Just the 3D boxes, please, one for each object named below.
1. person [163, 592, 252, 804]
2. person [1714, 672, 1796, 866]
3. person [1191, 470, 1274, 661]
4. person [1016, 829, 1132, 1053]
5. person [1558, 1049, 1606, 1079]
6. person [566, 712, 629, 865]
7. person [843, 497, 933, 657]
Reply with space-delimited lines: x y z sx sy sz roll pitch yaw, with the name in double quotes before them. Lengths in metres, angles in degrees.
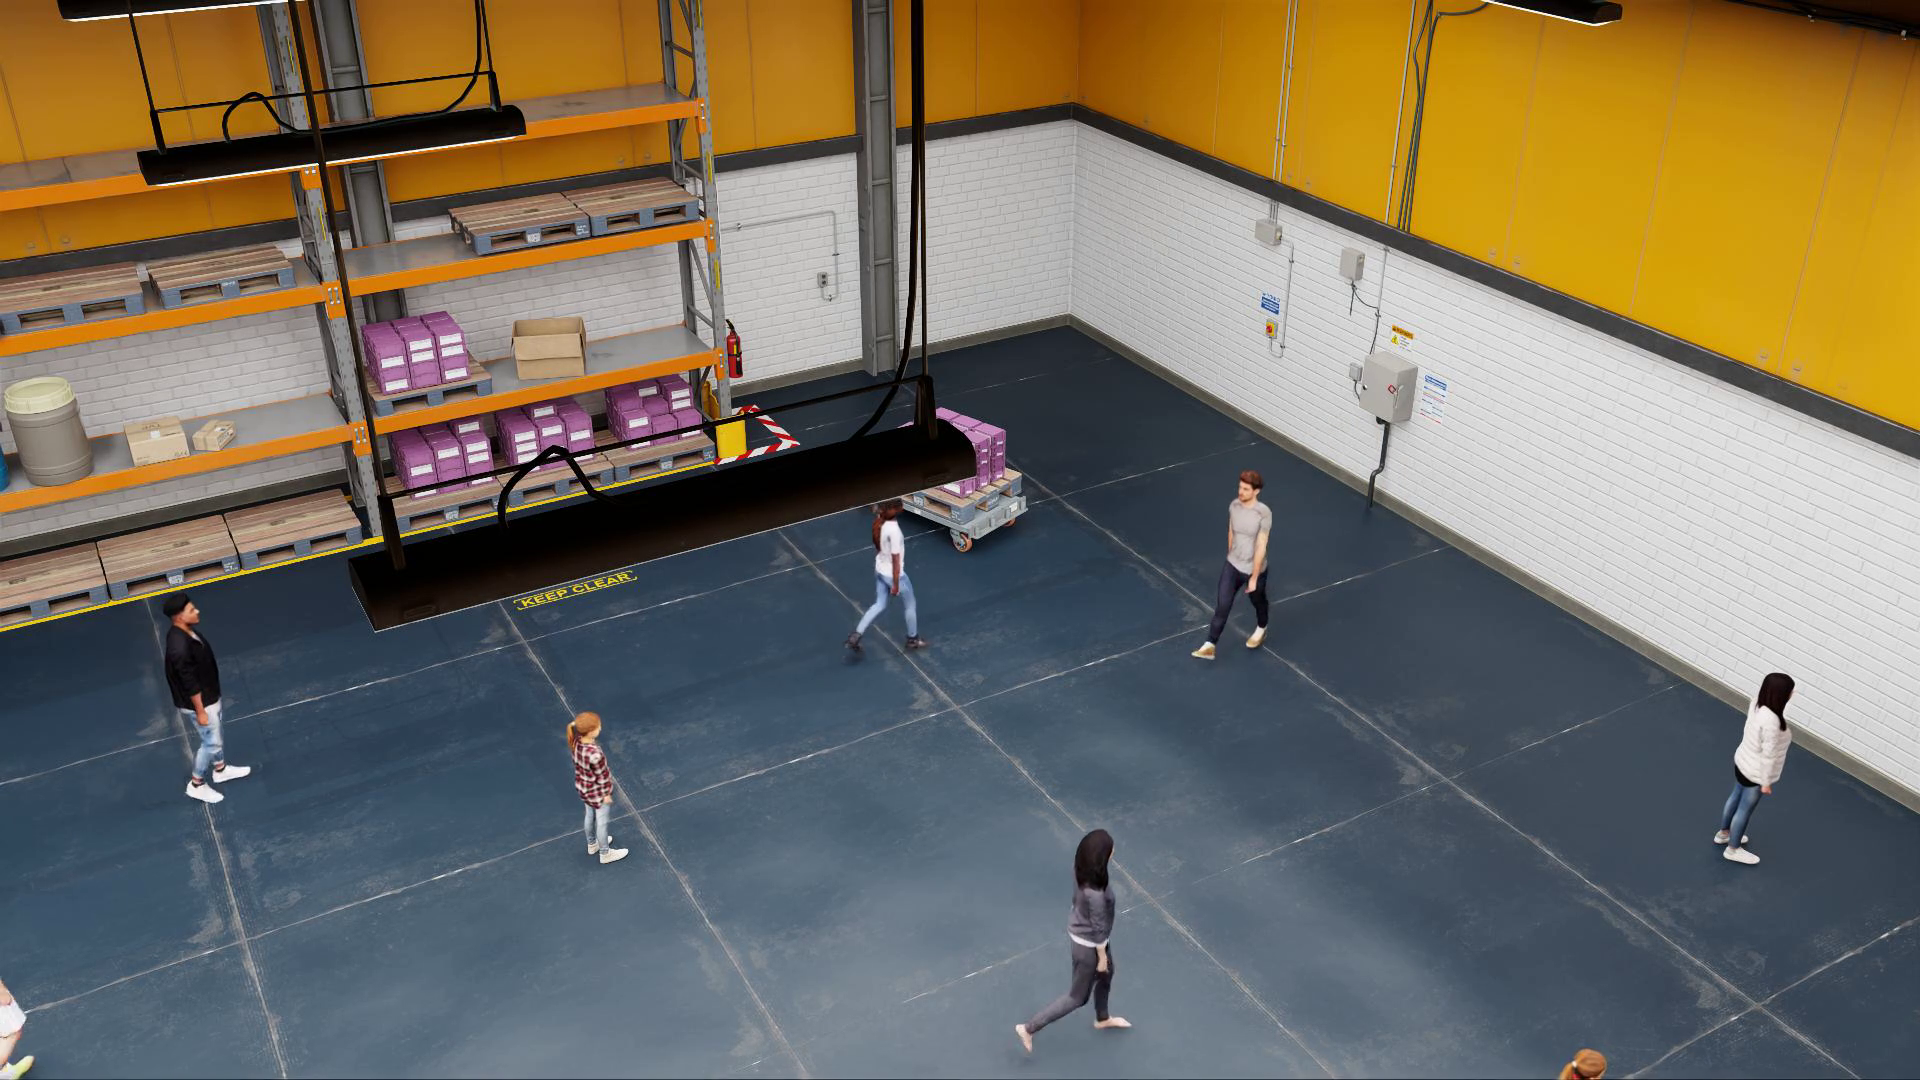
"person" -6.144 1.239 13.325 0.778 1.816 0.771 -9 30 -17
"person" 6.052 1.706 12.653 0.735 1.638 0.707 3 29 5
"person" 2.671 0.221 15.164 0.882 1.842 1.261 24 37 37
"person" 0.749 2.645 10.834 1.138 1.733 0.816 -6 29 -12
"person" 3.554 3.491 9.727 0.548 1.307 0.527 -9 30 -16
"person" -2.799 1.879 12.683 0.564 1.306 0.565 -22 36 -35
"person" -0.706 0.334 15.112 1.081 1.692 0.632 -14 31 -24
